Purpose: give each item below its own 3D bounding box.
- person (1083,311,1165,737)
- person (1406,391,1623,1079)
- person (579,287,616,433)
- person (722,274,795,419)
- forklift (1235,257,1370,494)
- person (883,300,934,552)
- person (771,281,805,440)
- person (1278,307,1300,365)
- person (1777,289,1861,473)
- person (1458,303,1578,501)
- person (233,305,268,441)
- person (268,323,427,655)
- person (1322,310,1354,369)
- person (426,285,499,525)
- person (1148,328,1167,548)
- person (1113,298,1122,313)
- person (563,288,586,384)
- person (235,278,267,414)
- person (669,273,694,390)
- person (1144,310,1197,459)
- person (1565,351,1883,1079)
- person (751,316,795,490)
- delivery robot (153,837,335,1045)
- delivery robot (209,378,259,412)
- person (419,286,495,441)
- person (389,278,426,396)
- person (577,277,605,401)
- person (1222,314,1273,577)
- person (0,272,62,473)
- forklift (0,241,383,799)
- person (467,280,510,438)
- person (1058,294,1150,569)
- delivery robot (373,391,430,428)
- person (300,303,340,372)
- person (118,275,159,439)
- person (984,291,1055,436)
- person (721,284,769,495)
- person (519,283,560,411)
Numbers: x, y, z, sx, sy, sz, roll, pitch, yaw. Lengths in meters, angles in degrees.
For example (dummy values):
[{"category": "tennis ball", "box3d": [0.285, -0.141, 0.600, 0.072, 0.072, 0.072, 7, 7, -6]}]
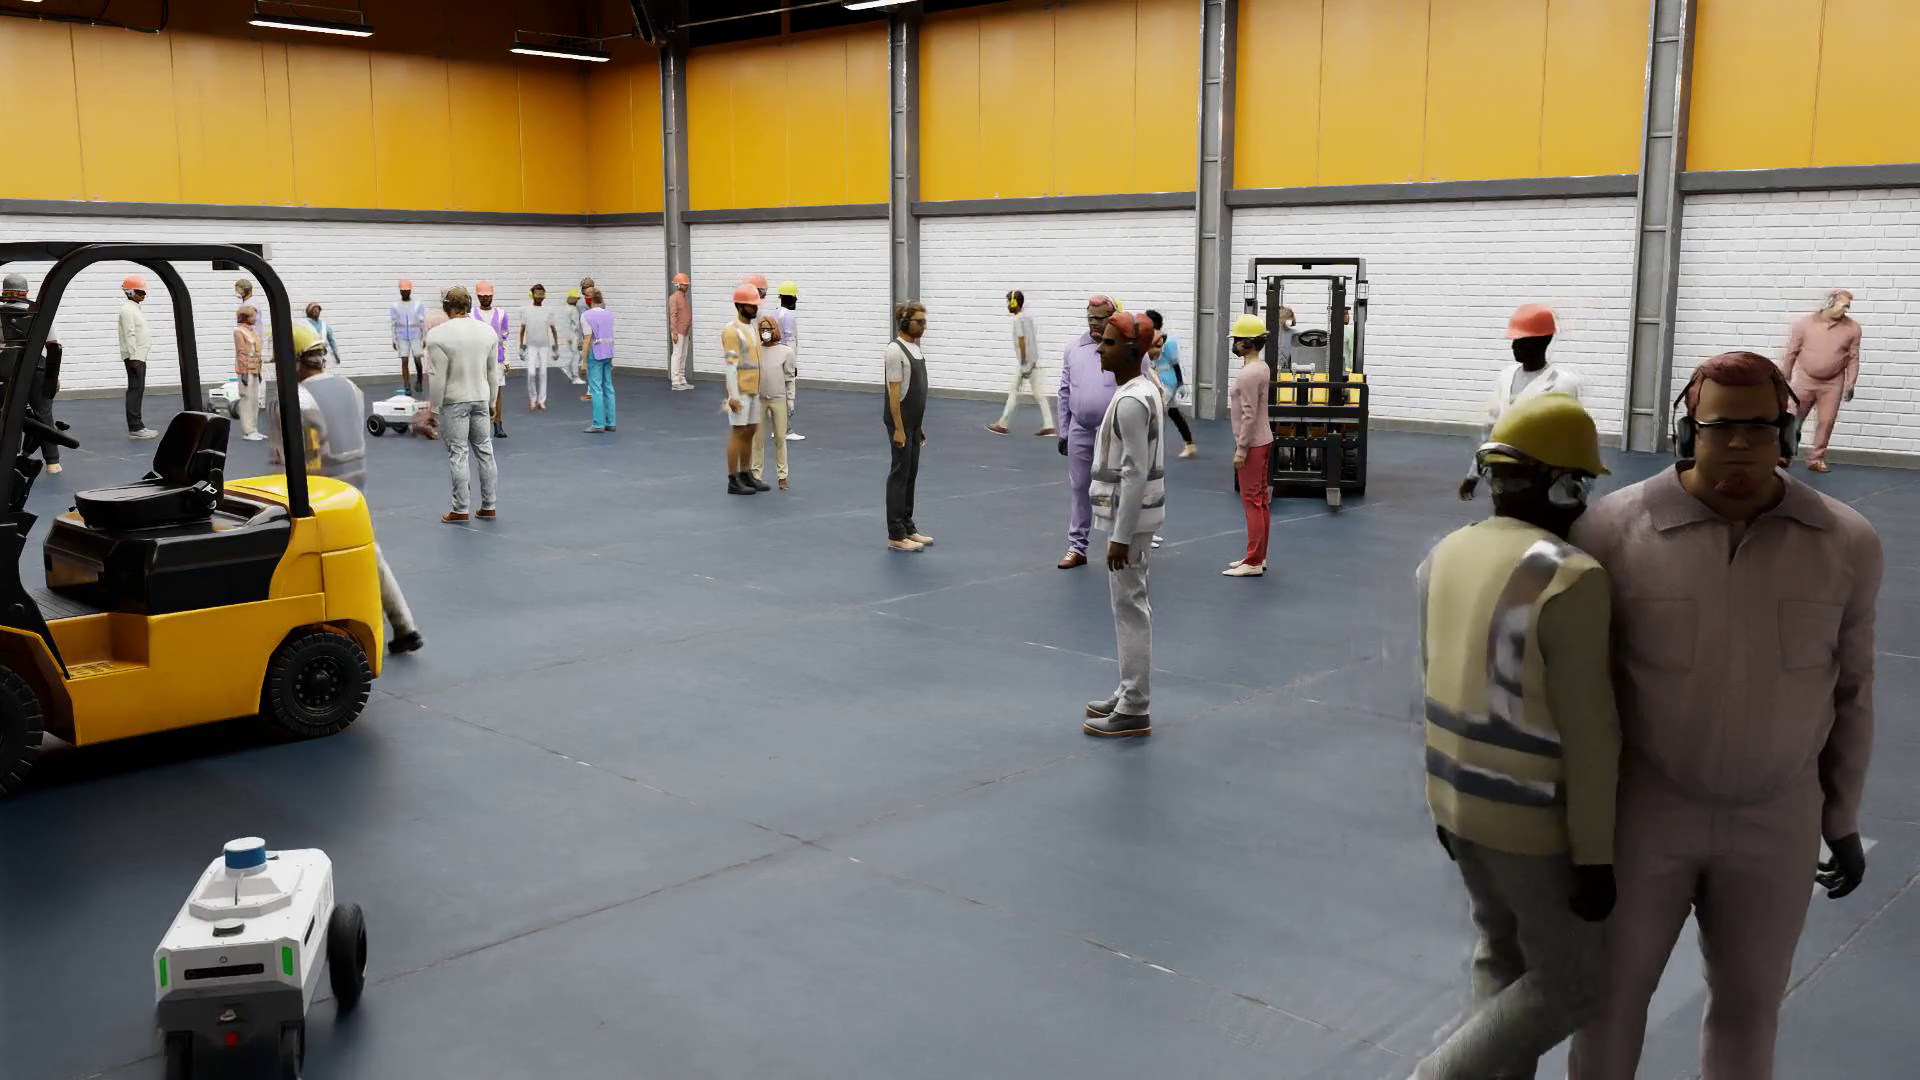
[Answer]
[{"category": "person", "box3d": [0.735, -0.068, 7.409, 0.349, 1.884, 0.584, 1, 9, 8]}, {"category": "person", "box3d": [1.179, 0.584, 3.643, 0.539, 1.808, 0.611, -2, 10, -13]}, {"category": "person", "box3d": [-4.560, -2.265, 21.005, 0.381, 1.841, 0.566, 5, 11, 28]}, {"category": "person", "box3d": [-2.846, -2.657, 22.961, 1.032, 2.004, 0.625, 0, 9, 3]}, {"category": "forklift", "box3d": [3.309, -1.629, 16.029, 1.214, 2.155, 2.313, 2, 9, 11]}, {"category": "person", "box3d": [-0.382, -0.841, 12.268, 0.346, 1.846, 0.505, 3, 10, 16]}, {"category": "person", "box3d": [-2.102, -2.172, 20.176, 0.384, 1.925, 0.593, -5, 10, -26]}, {"category": "person", "box3d": [3.875, -2.012, 20.123, 0.506, 1.622, 0.506, -5, 11, -30]}, {"category": "person", "box3d": [8.721, -1.609, 16.934, 0.752, 1.863, 0.473, 4, 10, 23]}, {"category": "person", "box3d": [3.051, -0.343, 9.109, 0.962, 1.891, 0.555, -2, 10, -14]}, {"category": "person", "box3d": [-8.607, -2.019, 20.129, 0.310, 1.639, 0.517, -1, 9, -3]}, {"category": "person", "box3d": [-3.217, -0.211, 8.570, 0.541, 1.798, 0.790, 4, 10, 21]}, {"category": "person", "box3d": [4.659, -2.081, 20.510, 0.498, 1.634, 0.281, 7, 12, 37]}, {"category": "person", "box3d": [-4.036, -1.094, 13.528, 0.370, 1.940, 0.627, 8, 13, 42]}, {"category": "person", "box3d": [1.383, -0.766, 12.437, 0.311, 1.639, 0.514, 2, 10, 14]}, {"category": "person", "box3d": [1.600, -1.648, 17.457, 0.524, 1.769, 0.326, 0, 9, 2]}, {"category": "person", "box3d": [-6.976, -3.686, 30.045, 0.454, 1.728, 0.502, 3, 10, 18]}, {"category": "person", "box3d": [-10.115, -2.749, 23.684, 0.372, 1.939, 0.631, -6, 11, -34]}, {"category": "person", "box3d": [-4.767, -3.563, 28.499, 0.396, 1.992, 0.623, 2, 10, 13]}, {"category": "person", "box3d": [2.193, -1.673, 18.020, 0.947, 1.615, 0.537, -3, 10, -18]}, {"category": "person", "box3d": [1.565, 0.560, 3.489, 0.652, 1.906, 0.403, 2, 9, 11]}, {"category": "person", "box3d": [-1.794, -1.282, 15.618, 0.501, 1.633, 0.279, 0, 9, -2]}, {"category": "delivery robot", "box3d": [-1.881, 1.035, 4.409, 0.477, 0.478, 0.707, -2, 10, -13]}, {"category": "delivery robot", "box3d": [-10.091, -2.014, 23.120, 0.477, 0.478, 0.707, 2, 9, 13]}, {"category": "person", "box3d": [-6.136, -2.107, 20.031, 0.945, 1.885, 0.645, 4, 10, 24]}, {"category": "person", "box3d": [-8.999, -3.306, 27.135, 0.549, 1.924, 0.460, -2, 9, -11]}, {"category": "person", "box3d": [-5.802, -3.152, 26.148, 0.355, 1.938, 0.634, 4, 10, 22]}, {"category": "person", "box3d": [1.945, -0.633, 11.231, 0.319, 1.769, 0.523, 3, 10, 20]}, {"category": "person", "box3d": [-9.478, -1.679, 16.807, 0.688, 2.000, 0.536, -5, 11, -29]}, {"category": "forklift", "box3d": [-3.706, -0.171, 7.093, 1.214, 2.155, 2.313, 9, 13, 43]}, {"category": "person", "box3d": [-5.771, -2.205, 20.343, 0.547, 1.938, 0.378, -5, 10, -26]}, {"category": "person", "box3d": [0.959, -0.729, 11.414, 0.639, 1.902, 0.407, 4, 10, 23]}, {"category": "delivery robot", "box3d": [-6.921, -1.611, 20.620, 0.707, 0.478, 0.477, 5, 11, 24]}, {"category": "person", "box3d": [-9.365, -2.653, 24.161, 0.852, 1.594, 0.578, 6, 11, 34]}, {"category": "person", "box3d": [-10.070, -2.238, 20.372, 0.396, 1.993, 0.618, -3, 10, -17]}, {"category": "person", "box3d": [0.779, -2.188, 20.693, 0.942, 1.794, 0.551, 5, 10, 26]}, {"category": "person", "box3d": [-1.958, -1.386, 15.330, 0.372, 1.935, 0.551, 3, 10, 20]}, {"category": "person", "box3d": [-6.097, -2.784, 24.133, 0.570, 1.855, 0.473, -4, 10, -23]}]
